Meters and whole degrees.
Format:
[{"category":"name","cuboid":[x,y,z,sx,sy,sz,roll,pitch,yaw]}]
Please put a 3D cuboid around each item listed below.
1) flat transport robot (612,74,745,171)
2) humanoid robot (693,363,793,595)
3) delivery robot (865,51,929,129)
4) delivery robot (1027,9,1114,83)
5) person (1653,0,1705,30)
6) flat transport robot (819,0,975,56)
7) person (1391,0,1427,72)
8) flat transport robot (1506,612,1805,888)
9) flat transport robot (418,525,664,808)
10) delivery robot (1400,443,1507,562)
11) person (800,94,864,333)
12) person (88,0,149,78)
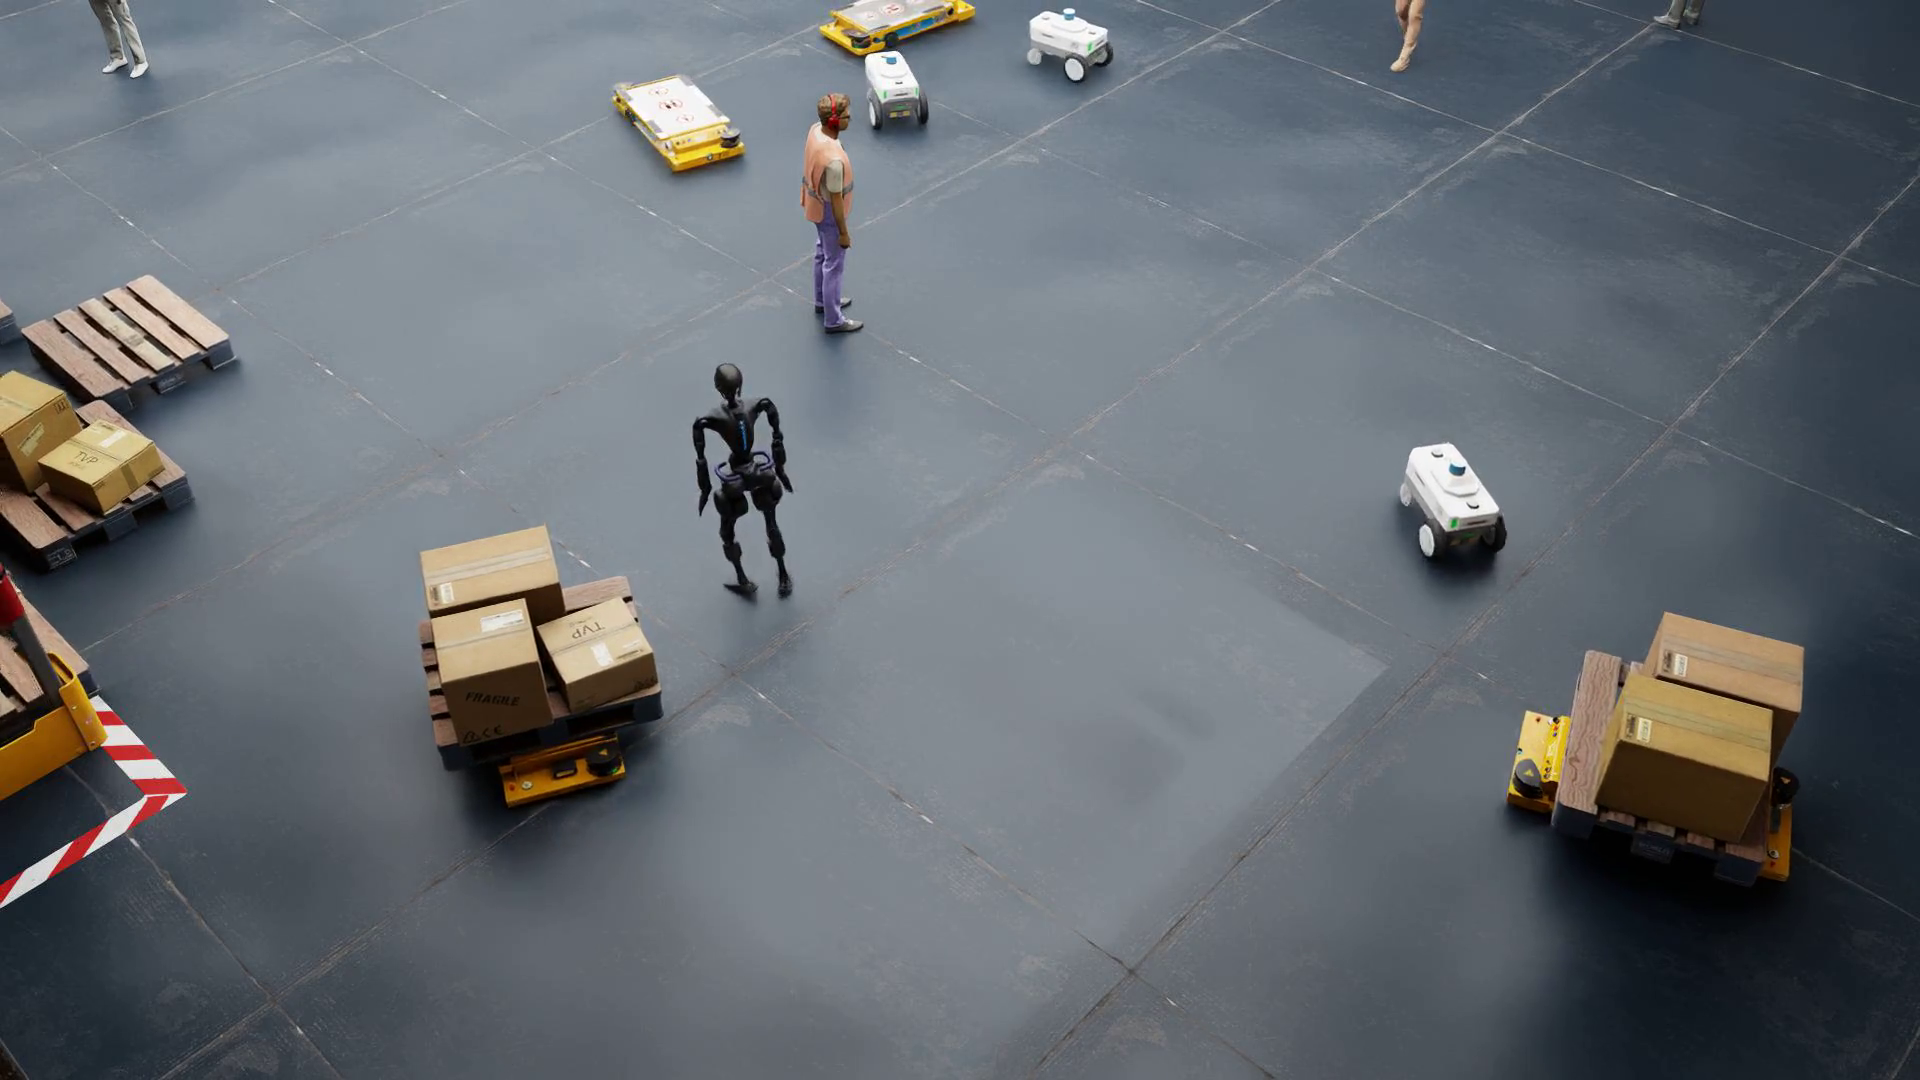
[{"category":"flat transport robot","cuboid":[-2.496,-3.701,14.640,0.659,0.231,1.431,-21,46,-22]},{"category":"humanoid robot","cuboid":[-1.272,-0.337,9.849,0.587,1.643,0.361,-20,46,-20]},{"category":"delivery robot","cuboid":[-0.588,-4.016,14.790,0.516,0.614,0.785,-11,43,-12]},{"category":"delivery robot","cuboid":[1.024,-4.622,15.459,0.796,0.606,0.499,26,48,26]},{"category":"person","cuboid":[7.057,-5.751,15.739,0.562,1.846,0.390,-16,44,-17]},{"category":"flat transport robot","cuboid":[-0.608,-5.096,16.190,1.431,0.231,0.659,-29,49,-28]},{"category":"person","cuboid":[4.216,-5.229,15.248,0.493,1.727,0.660,21,46,21]},{"category":"flat transport robot","cuboid":[3.758,1.348,9.028,1.431,0.231,0.659,15,44,16]},{"category":"flat transport robot","cuboid":[-2.378,0.881,9.547,0.659,0.231,1.431,-13,44,-14]},{"category":"delivery robot","cuboid":[3.129,-0.259,10.604,0.499,0.601,0.805,-9,43,-10]},{"category":"person","cuboid":[-0.940,-2.343,11.964,0.388,1.836,0.559,-12,43,-13]},{"category":"person","cuboid":[-7.781,-5.006,15.063,0.514,1.641,0.309,15,44,16]}]
